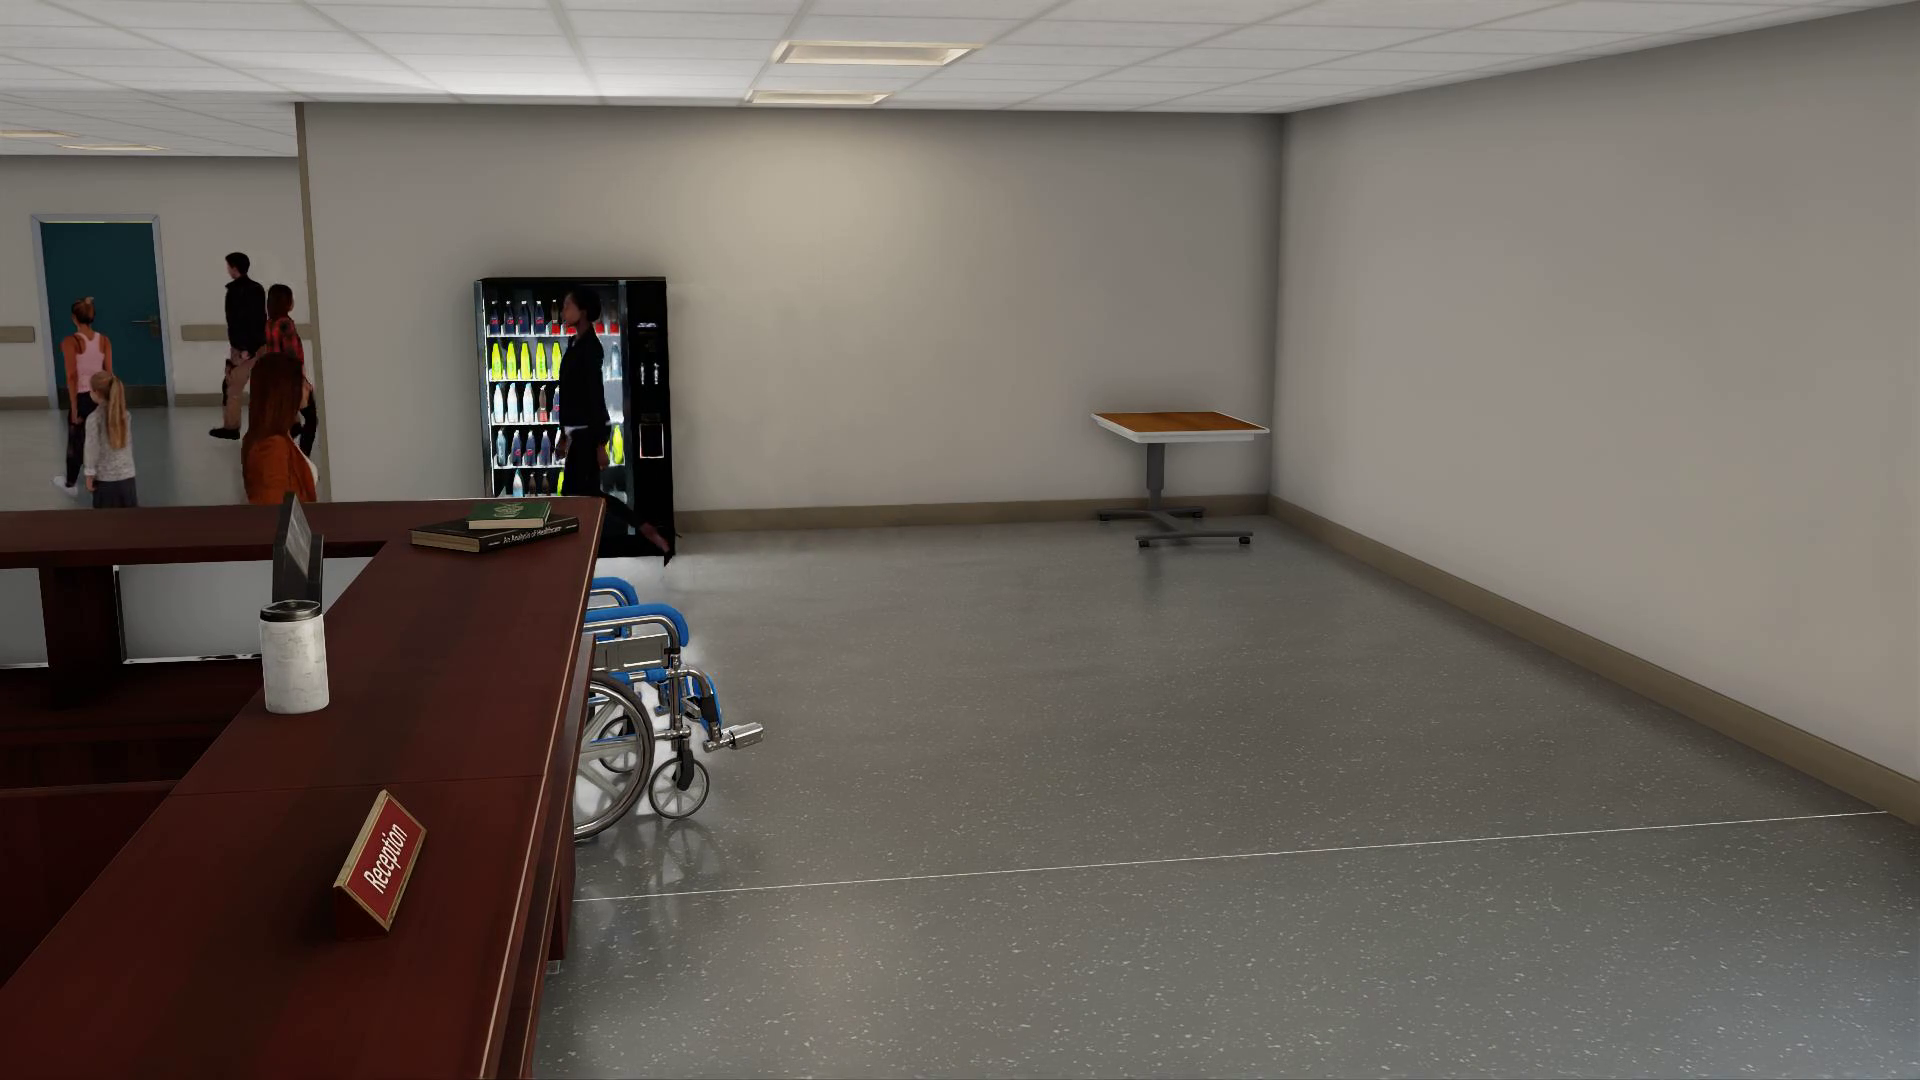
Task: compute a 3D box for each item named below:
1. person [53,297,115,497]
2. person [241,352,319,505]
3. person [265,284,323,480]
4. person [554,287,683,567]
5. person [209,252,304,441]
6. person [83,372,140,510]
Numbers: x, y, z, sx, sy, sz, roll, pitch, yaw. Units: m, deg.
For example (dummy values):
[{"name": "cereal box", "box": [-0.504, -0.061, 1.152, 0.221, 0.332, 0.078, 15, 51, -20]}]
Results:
[{"name": "person", "box": [-6.732, -1.054, 13.008, 1.091, 1.593, 1.044, 8, 13, 35]}, {"name": "person", "box": [-2.698, 0.139, 6.413, 0.810, 1.707, 0.744, -6, 12, -28]}, {"name": "person", "box": [-5.746, -1.290, 13.991, 0.752, 1.691, 0.810, 8, 13, 35]}, {"name": "person", "box": [-2.110, -0.558, 9.817, 1.129, 1.808, 0.782, -5, 12, -23]}, {"name": "person", "box": [-7.002, -1.882, 16.620, 1.378, 1.873, 1.061, 3, 11, 14]}, {"name": "person", "box": [-5.388, -0.441, 10.606, 0.646, 1.276, 0.606, 4, 11, 20]}]
